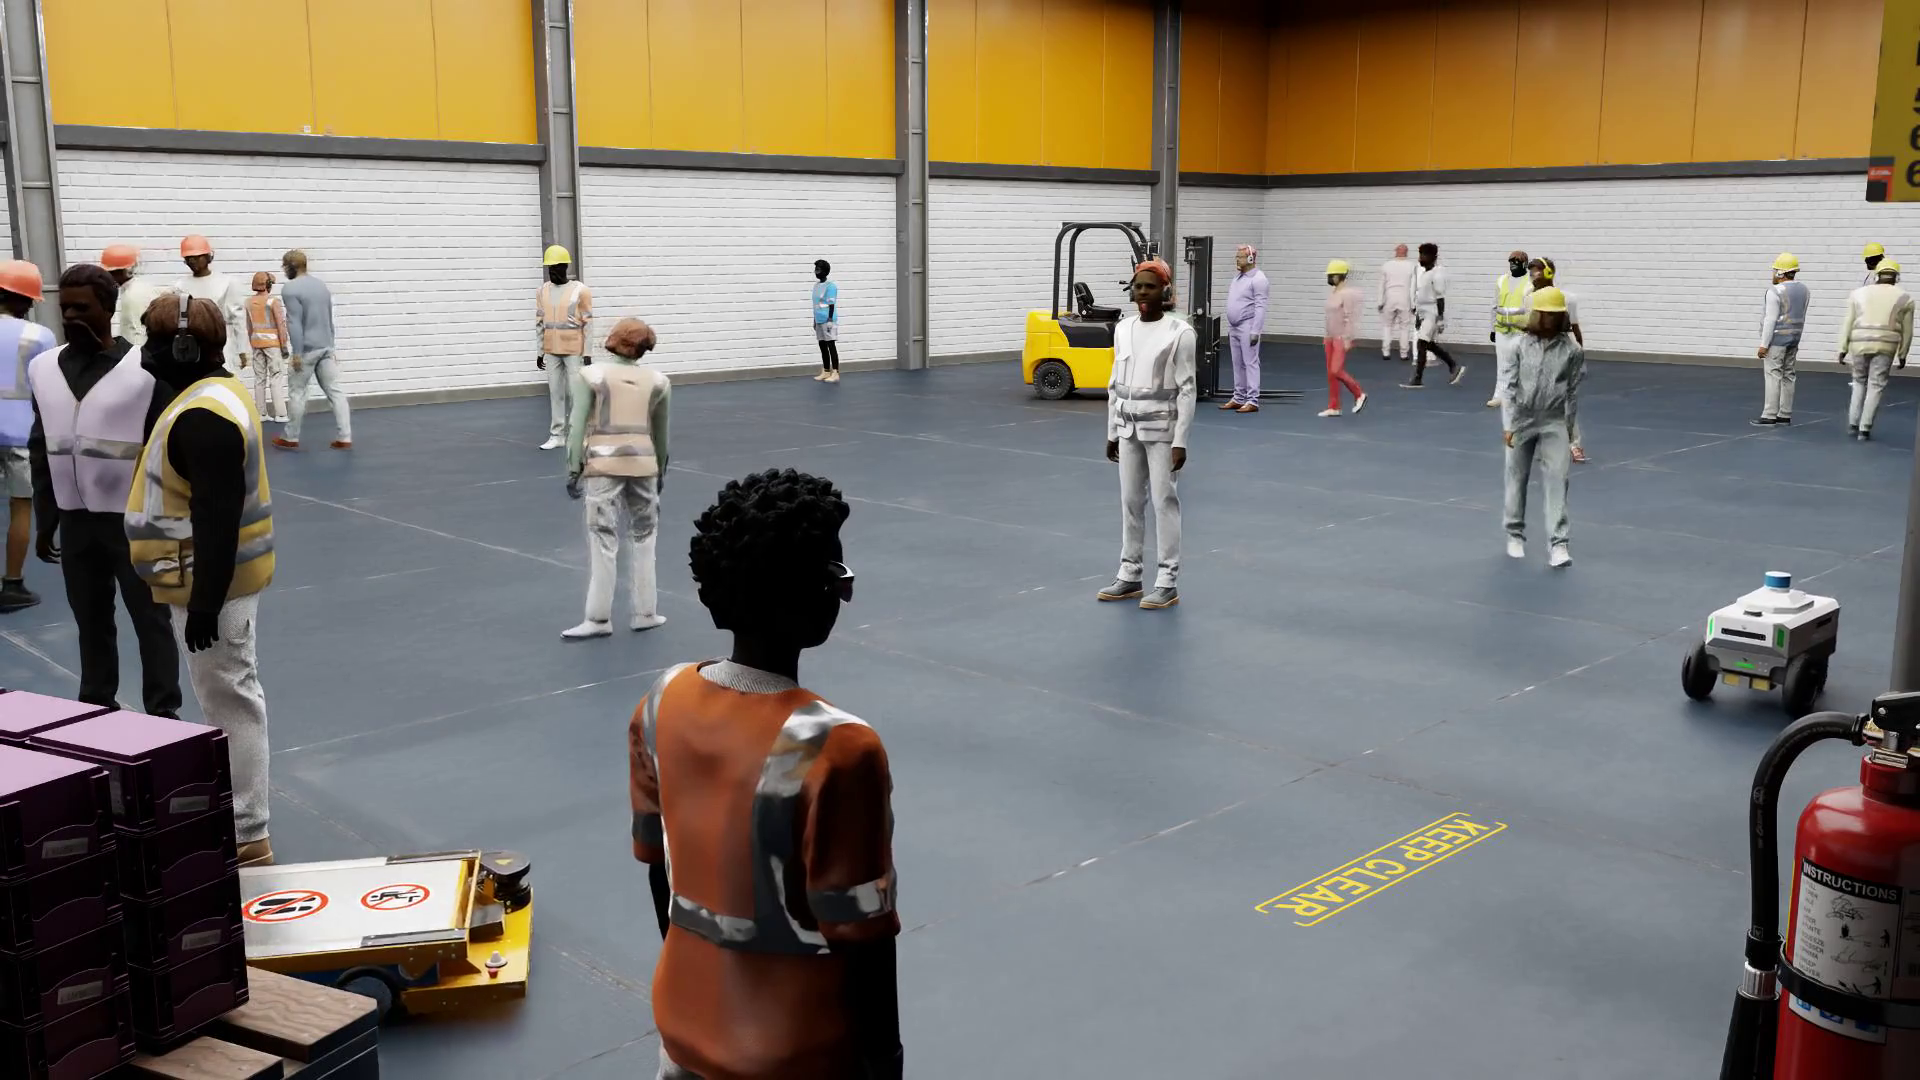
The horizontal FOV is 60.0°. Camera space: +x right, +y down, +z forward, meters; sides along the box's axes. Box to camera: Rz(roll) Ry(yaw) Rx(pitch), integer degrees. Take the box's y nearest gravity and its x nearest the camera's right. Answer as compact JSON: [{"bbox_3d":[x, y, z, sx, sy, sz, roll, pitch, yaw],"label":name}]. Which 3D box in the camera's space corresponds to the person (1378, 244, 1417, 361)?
[{"bbox_3d":[7.135,-3.850,26.990,0.680,1.885,0.426,4,11,22],"label":"person"}]

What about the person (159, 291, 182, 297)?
[{"bbox_3d":[-5.550,-0.940,11.797,0.310,1.631,0.507,-3,11,-18],"label":"person"}]

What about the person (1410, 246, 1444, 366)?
[{"bbox_3d":[7.273,-3.649,25.868,0.337,1.882,0.584,-9,14,-41],"label":"person"}]

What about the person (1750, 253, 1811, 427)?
[{"bbox_3d":[8.676,-2.110,17.609,0.592,1.837,0.404,-6,12,-28],"label":"person"}]

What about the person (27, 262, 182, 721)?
[{"bbox_3d":[-3.244,-0.088,6.353,0.593,1.921,0.392,1,10,6],"label":"person"}]

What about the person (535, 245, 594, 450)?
[{"bbox_3d":[-3.734,-1.795,15.642,0.594,1.925,0.378,4,11,19],"label":"person"}]

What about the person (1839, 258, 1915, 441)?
[{"bbox_3d":[9.104,-1.886,16.519,0.610,1.786,0.635,8,13,37],"label":"person"}]

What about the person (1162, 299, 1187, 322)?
[{"bbox_3d":[1.753,-1.461,14.733,0.507,1.596,0.836,-2,11,-9],"label":"person"}]

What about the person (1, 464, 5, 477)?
[{"bbox_3d":[-8.190,-1.522,13.999,0.614,1.987,0.407,7,12,33],"label":"person"}]

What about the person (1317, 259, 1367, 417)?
[{"bbox_3d":[4.226,-2.229,18.483,0.450,1.757,0.539,-3,11,-15],"label":"person"}]

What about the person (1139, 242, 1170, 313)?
[{"bbox_3d":[3.045,-3.776,26.500,0.407,1.910,0.638,-6,12,-31],"label":"person"}]

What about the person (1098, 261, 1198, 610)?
[{"bbox_3d":[1.020,-0.569,9.075,0.352,1.884,0.579,-9,14,-42],"label":"person"}]

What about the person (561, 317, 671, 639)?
[{"bbox_3d":[-1.775,-0.318,8.447,0.663,1.610,0.330,-6,12,-31],"label":"person"}]

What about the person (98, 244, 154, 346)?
[{"bbox_3d":[-6.820,-1.480,13.862,0.859,1.939,0.637,-7,13,-34],"label":"person"}]

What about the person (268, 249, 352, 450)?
[{"bbox_3d":[-6.156,-1.769,15.657,0.826,1.893,0.650,3,11,16],"label":"person"}]

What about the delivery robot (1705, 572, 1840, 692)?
[{"bbox_3d":[3.551,0.382,7.259,0.707,0.478,0.477,-10,15,-44],"label":"delivery robot"}]

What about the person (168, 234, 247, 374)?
[{"bbox_3d":[-6.808,-1.738,15.037,0.647,2.031,0.408,-1,10,-7],"label":"person"}]

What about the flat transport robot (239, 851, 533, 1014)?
[{"bbox_3d":[-1.896,1.083,4.470,1.431,0.197,0.652,-2,11,-12],"label":"flat transport robot"}]

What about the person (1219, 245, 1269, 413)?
[{"bbox_3d":[3.257,-2.420,19.107,0.410,1.909,0.642,-4,11,-21],"label":"person"}]

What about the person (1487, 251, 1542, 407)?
[{"bbox_3d":[6.516,-2.468,19.546,0.634,1.842,0.429,10,14,44],"label":"person"}]

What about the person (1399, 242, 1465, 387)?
[{"bbox_3d":[6.339,-2.988,22.139,0.856,1.938,0.605,0,10,-1],"label":"person"}]

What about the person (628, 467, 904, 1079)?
[{"bbox_3d":[-0.266,0.737,2.462,0.316,1.696,0.541,-10,15,-44],"label":"person"}]

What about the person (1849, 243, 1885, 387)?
[{"bbox_3d":[12.102,-2.973,22.091,0.381,1.917,0.585,4,11,20],"label":"person"}]

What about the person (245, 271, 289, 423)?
[{"bbox_3d":[-7.462,-2.071,17.939,0.512,1.637,0.307,4,11,21],"label":"person"}]

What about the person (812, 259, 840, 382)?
[{"bbox_3d":[-1.874,-3.025,22.991,0.320,1.691,0.534,-7,12,-33],"label":"person"}]

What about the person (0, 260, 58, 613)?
[{"bbox_3d":[-5.157,-0.562,9.013,0.575,1.889,0.504,-2,11,-10],"label":"person"}]

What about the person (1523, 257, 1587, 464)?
[{"bbox_3d":[5.269,-1.593,14.798,0.461,1.828,0.592,-9,14,-41],"label":"person"}]

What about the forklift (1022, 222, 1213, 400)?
[{"bbox_3d":[1.935,-2.847,20.651,2.313,2.155,1.214,2,11,13],"label":"forklift"}]

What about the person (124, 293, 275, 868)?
[{"bbox_3d":[-2.405,0.145,5.300,0.429,1.845,0.621,-4,11,-22],"label":"person"}]

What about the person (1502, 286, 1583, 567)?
[{"bbox_3d":[3.559,-0.682,10.181,0.493,1.708,0.855,1,10,7],"label":"person"}]
